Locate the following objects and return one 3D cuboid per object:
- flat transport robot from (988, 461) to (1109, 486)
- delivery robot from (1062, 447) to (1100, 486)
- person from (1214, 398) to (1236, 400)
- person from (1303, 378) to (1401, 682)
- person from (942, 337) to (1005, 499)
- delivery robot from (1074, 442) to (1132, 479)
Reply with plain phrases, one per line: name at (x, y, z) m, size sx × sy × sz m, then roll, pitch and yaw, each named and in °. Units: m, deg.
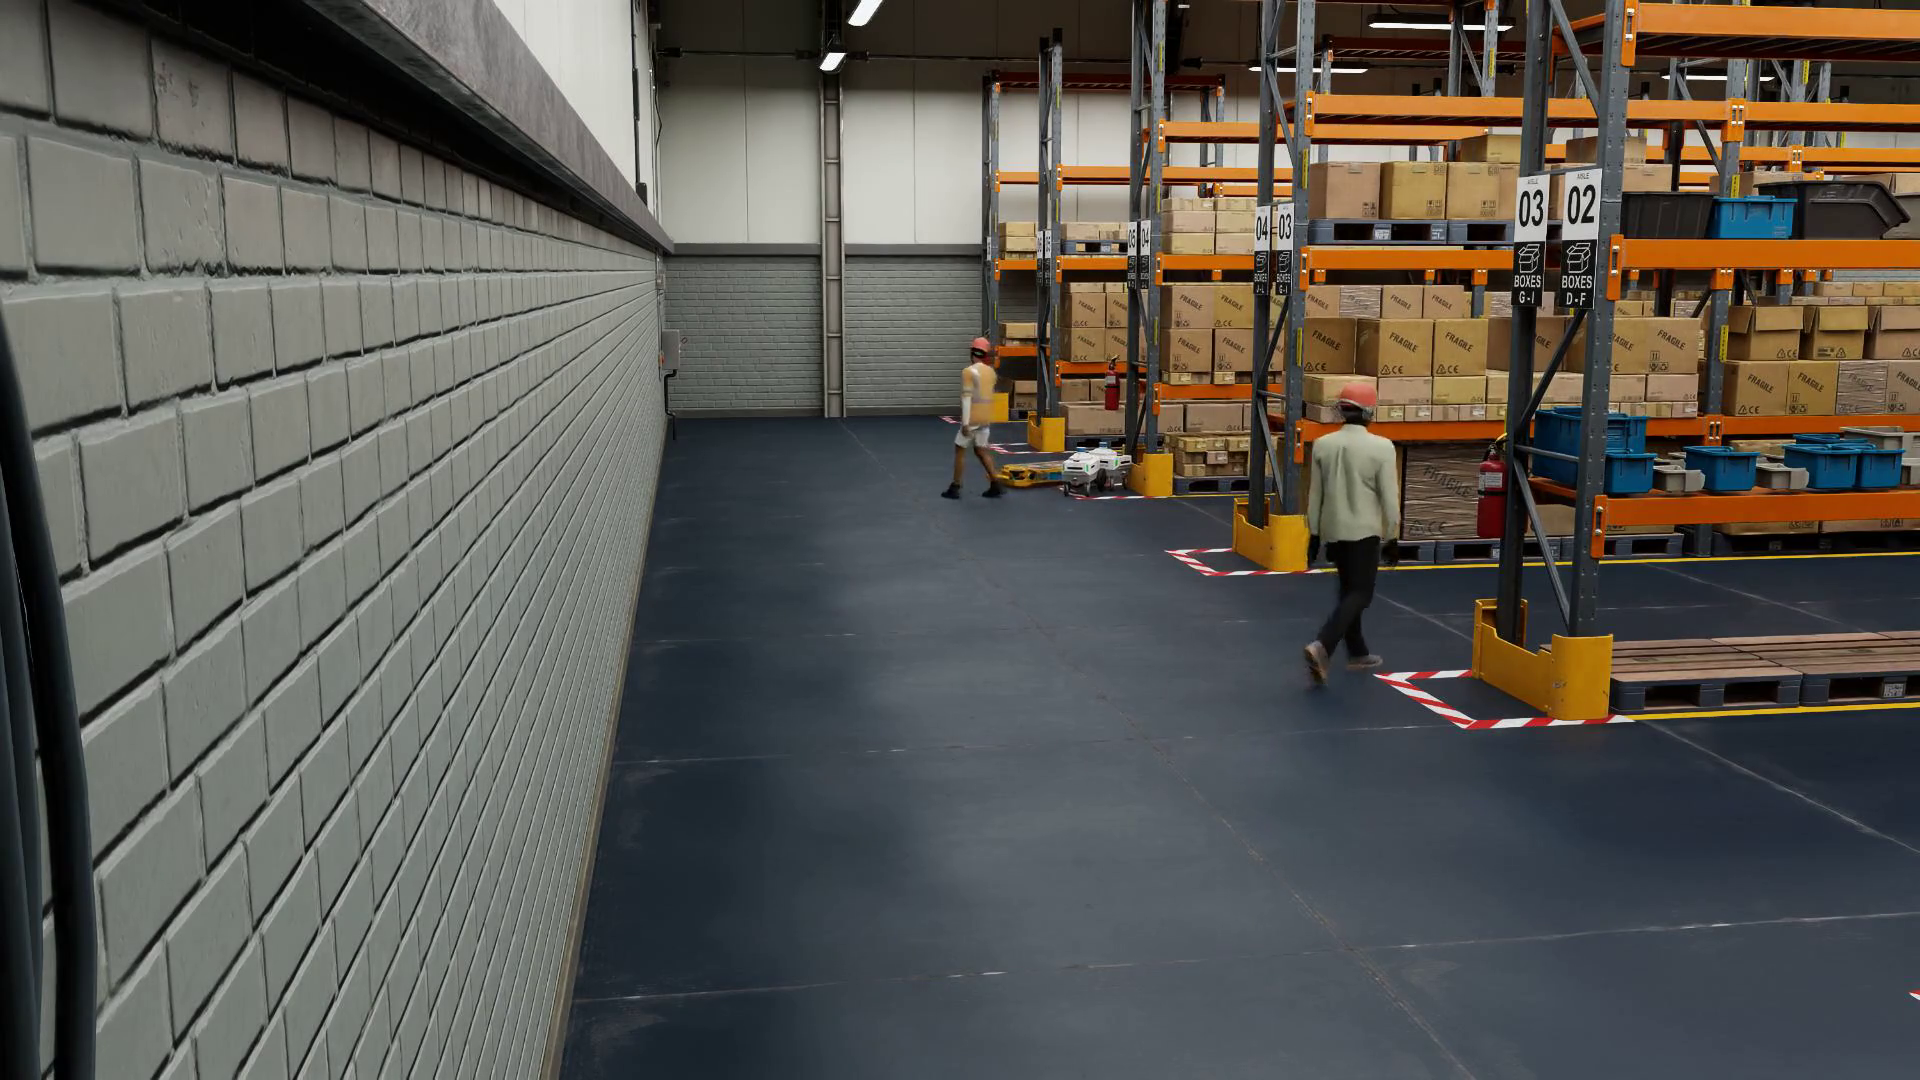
flat transport robot at (1.126, -0.844, 20.799) m, size 1.431 × 0.197 × 0.652 m, roll -5°, pitch 11°, yaw -29°
delivery robot at (1.436, -0.861, 19.741) m, size 0.477 × 0.478 × 0.707 m, roll 3°, pitch 10°, yaw 16°
person at (4.321, -2.570, 26.472) m, size 0.970 × 1.878 × 0.587 m, roll -1°, pitch 9°, yaw -9°
person at (2.509, -0.060, 10.766) m, size 0.902 × 1.970 × 0.623 m, roll -8°, pitch 12°, yaw -40°
person at (0.201, -1.410, 19.370) m, size 0.664 × 1.886 × 0.594 m, roll 8°, pitch 12°, yaw 39°
delivery robot at (1.742, -0.947, 20.267) m, size 0.707 × 0.478 × 0.477 m, roll 9°, pitch 13°, yaw 43°
